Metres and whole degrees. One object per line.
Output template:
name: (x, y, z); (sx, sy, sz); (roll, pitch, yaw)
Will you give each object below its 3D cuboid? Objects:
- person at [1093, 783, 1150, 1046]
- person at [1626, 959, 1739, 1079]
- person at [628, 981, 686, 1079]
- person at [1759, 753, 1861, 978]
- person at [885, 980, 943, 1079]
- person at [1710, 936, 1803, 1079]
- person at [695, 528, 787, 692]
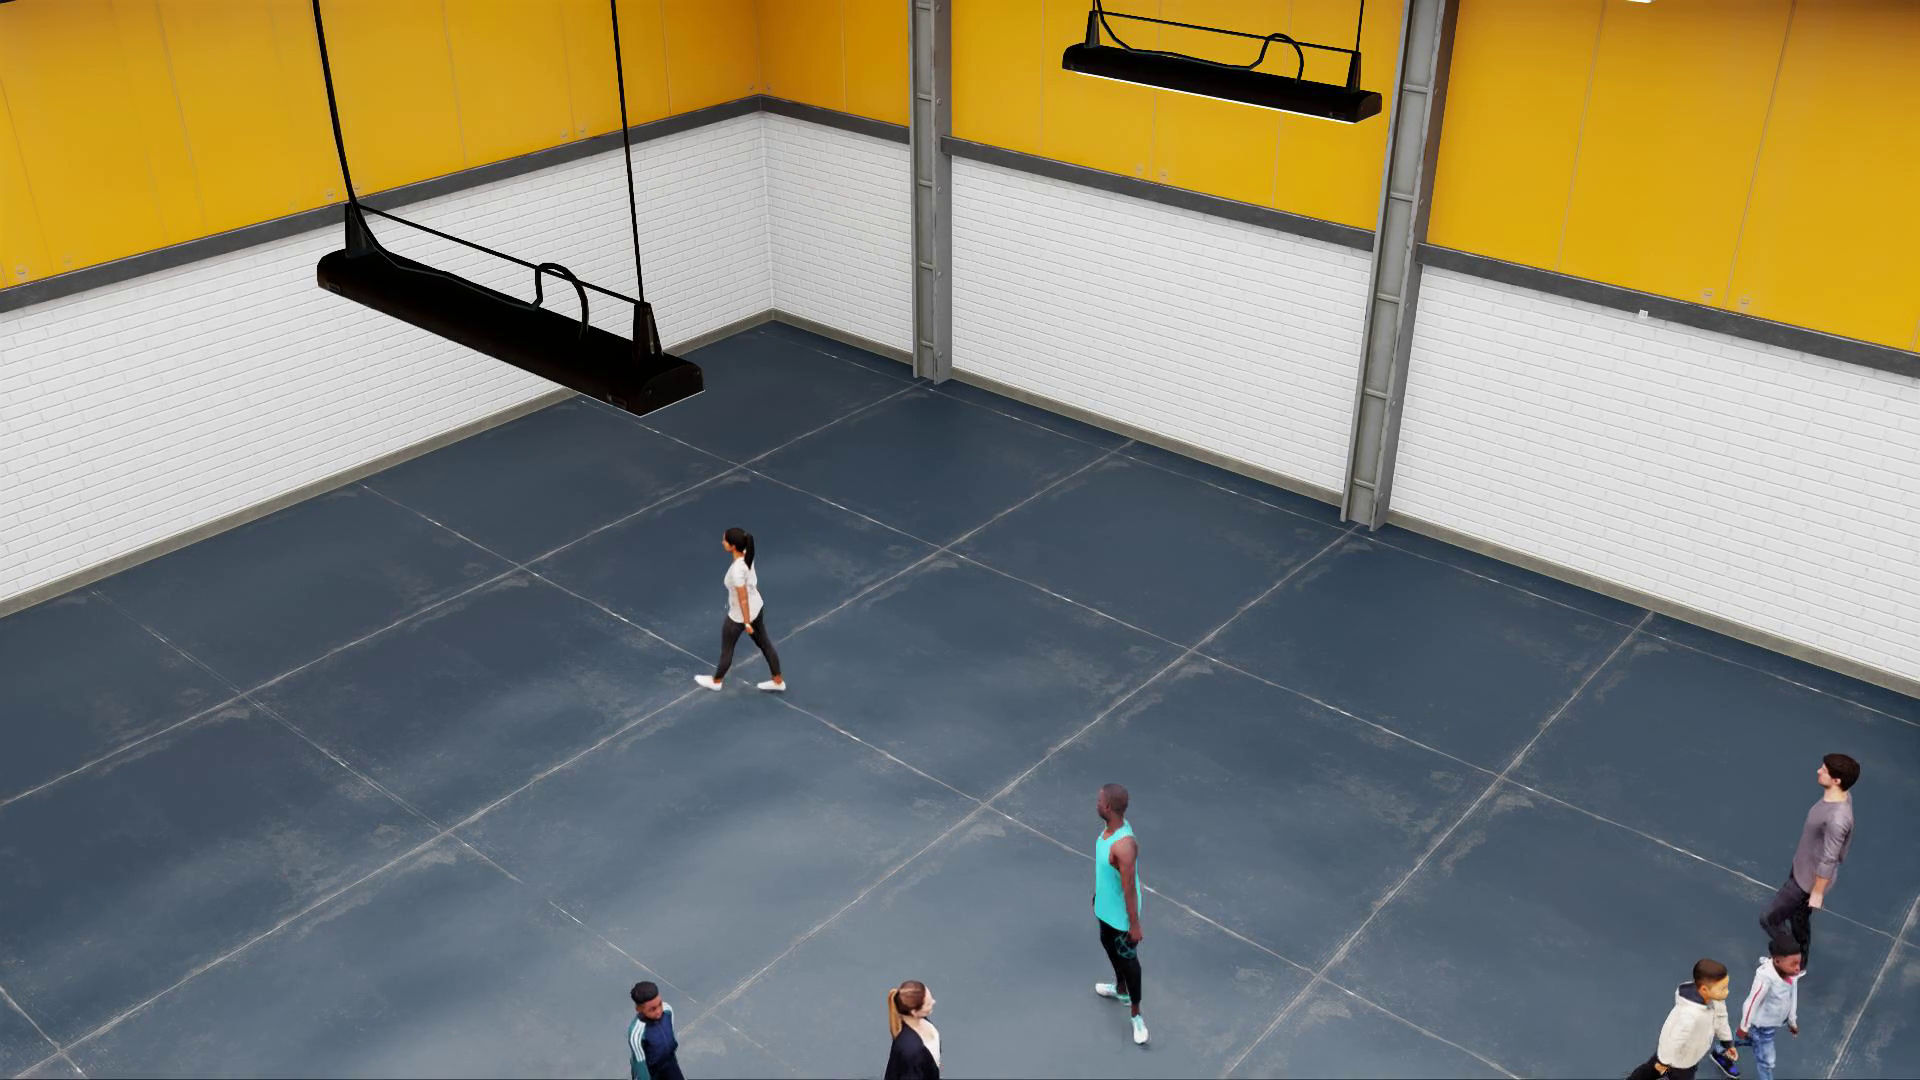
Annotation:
person: (1.097, 2.433, 10.829); (0.924, 1.779, 0.800); (-11, 31, -20)
person: (4.300, 3.053, 10.074); (0.943, 1.412, 0.604); (20, 34, 32)
person: (-1.893, 3.145, 10.088); (0.746, 1.238, 0.519); (20, 35, 33)
person: (5.781, 2.247, 11.108); (0.705, 1.837, 0.759); (13, 31, 23)
person: (-0.350, 3.183, 9.576); (1.111, 1.661, 1.031); (-1, 29, -2)
person: (5.008, 2.957, 10.441); (0.659, 1.228, 0.921); (-17, 33, -28)
person: (-1.758, 0.638, 14.299); (1.093, 1.605, 0.885); (6, 29, 11)
